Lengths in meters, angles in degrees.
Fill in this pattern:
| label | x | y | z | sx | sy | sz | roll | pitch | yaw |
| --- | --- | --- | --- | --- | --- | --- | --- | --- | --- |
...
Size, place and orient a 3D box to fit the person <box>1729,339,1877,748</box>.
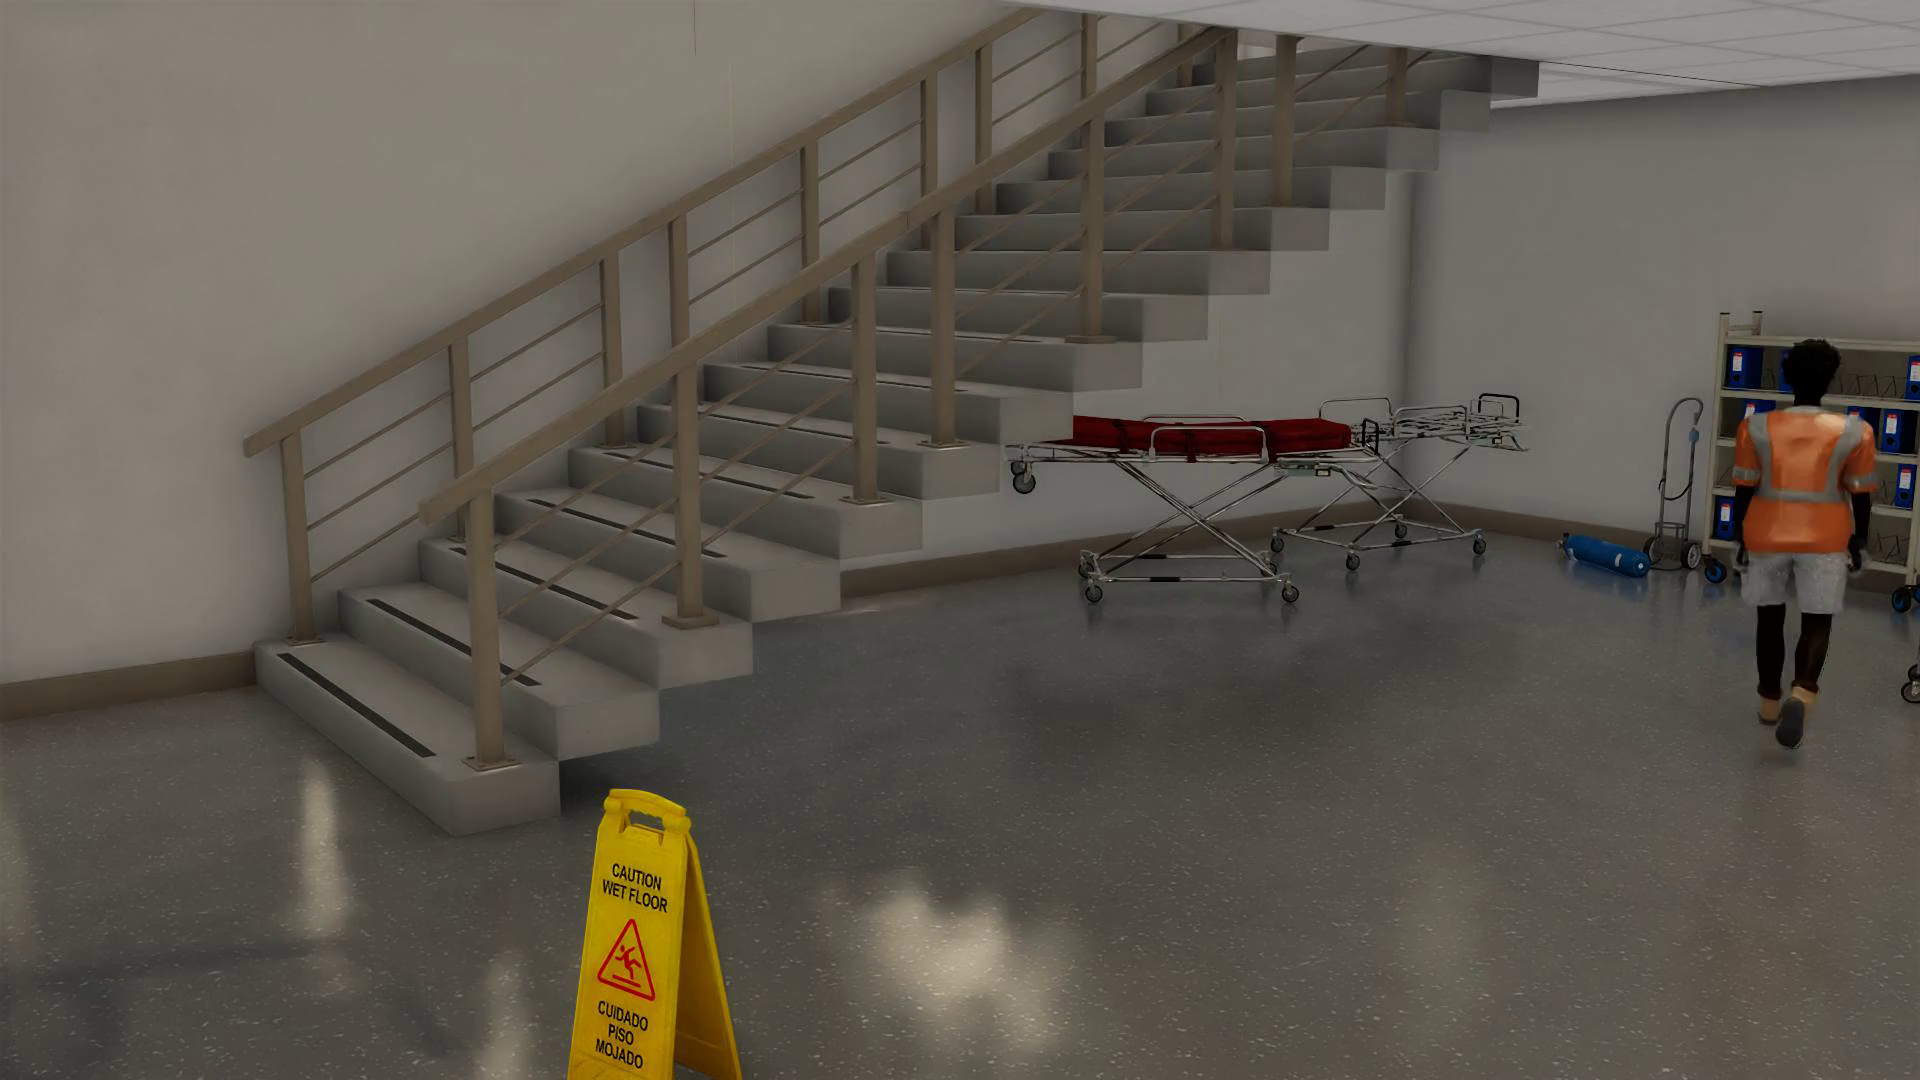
| label | x | y | z | sx | sy | sz | roll | pitch | yaw |
| --- | --- | --- | --- | --- | --- | --- | --- | --- | --- |
| person | 3.438 | 0.011 | 6.832 | 0.540 | 1.671 | 0.740 | 6 | 11 | 29 |
